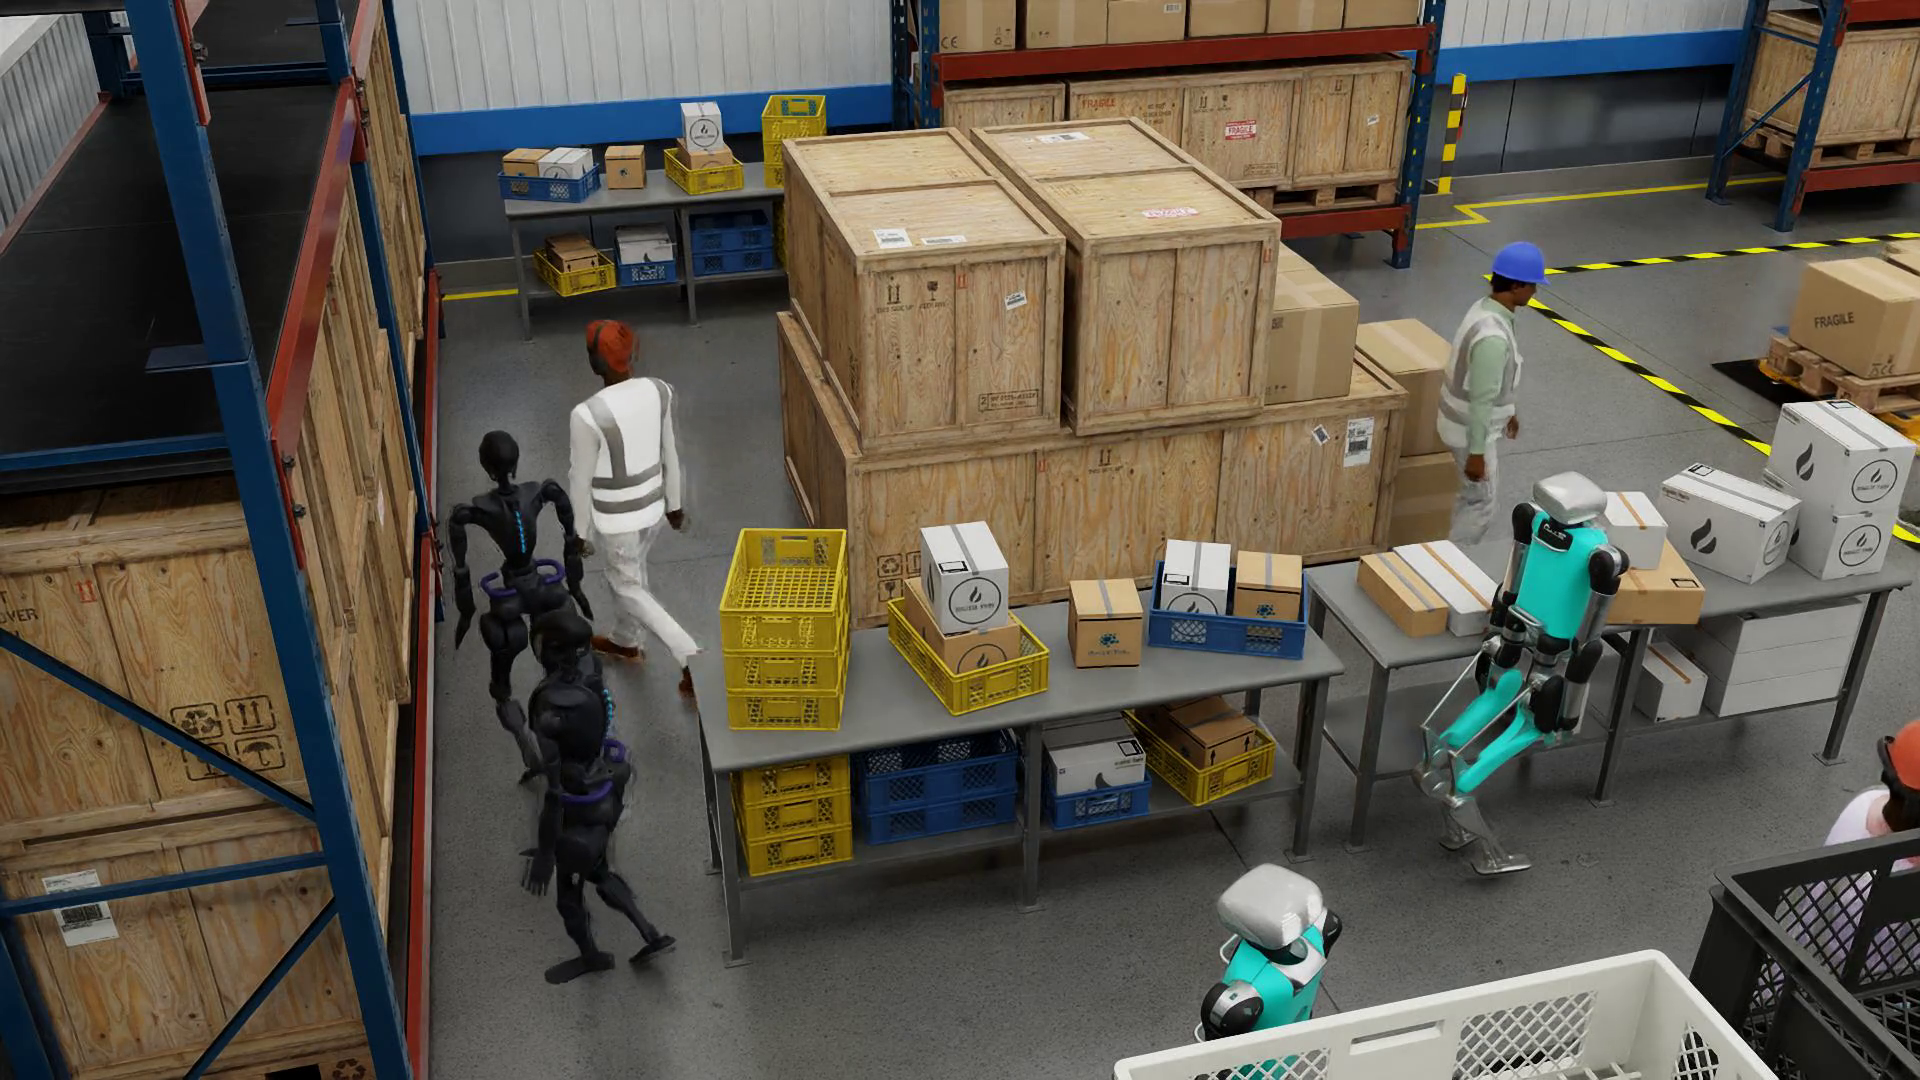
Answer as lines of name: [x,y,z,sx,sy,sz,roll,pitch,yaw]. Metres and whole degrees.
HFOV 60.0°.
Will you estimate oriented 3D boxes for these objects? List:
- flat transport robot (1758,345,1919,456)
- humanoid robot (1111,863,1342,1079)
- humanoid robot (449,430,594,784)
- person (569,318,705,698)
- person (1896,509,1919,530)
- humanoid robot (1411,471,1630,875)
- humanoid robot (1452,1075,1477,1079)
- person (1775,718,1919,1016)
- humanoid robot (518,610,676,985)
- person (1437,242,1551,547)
flat transport robot: [5.965,-0.956,10.823,0.652,0.197,1.431,-7,30,-13]
humanoid robot: [0.609,1.534,4.671,0.735,1.677,0.533,22,36,34]
humanoid robot: [-1.858,0.294,7.126,0.600,1.649,0.479,-16,33,-27]
person: [-1.497,-0.130,7.708,0.830,1.854,0.577,16,33,27]
person: [5.532,-0.660,8.795,0.556,1.725,0.884,-14,32,-24]
humanoid robot: [2.058,0.568,6.424,0.735,1.677,0.533,-12,31,-21]
humanoid robot: [1.074,1.996,4.096,0.611,1.630,0.789,25,37,37]
person: [2.580,1.360,4.823,0.400,2.036,0.609,16,33,27]
humanoid robot: [-1.327,0.944,5.968,0.493,1.641,0.592,4,29,7]
person: [2.630,-0.569,8.428,0.433,1.932,0.648,9,30,16]
